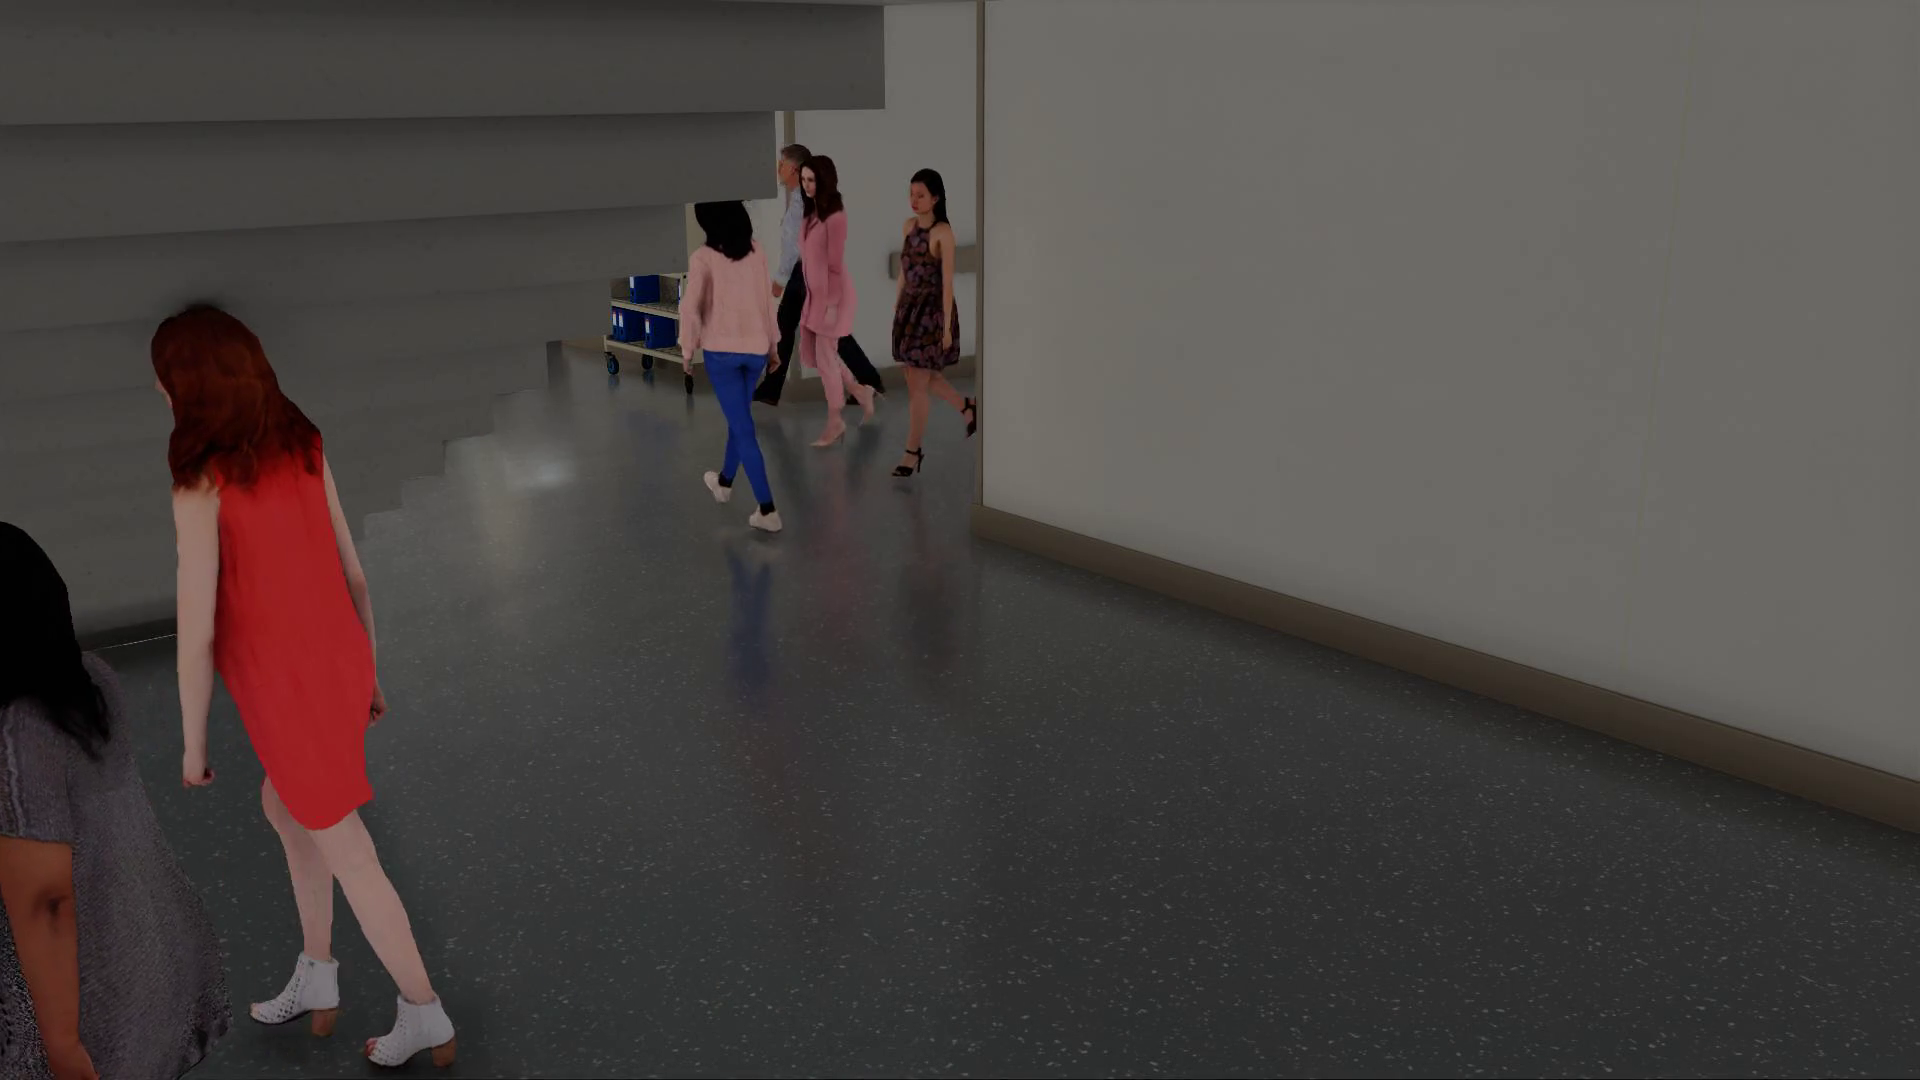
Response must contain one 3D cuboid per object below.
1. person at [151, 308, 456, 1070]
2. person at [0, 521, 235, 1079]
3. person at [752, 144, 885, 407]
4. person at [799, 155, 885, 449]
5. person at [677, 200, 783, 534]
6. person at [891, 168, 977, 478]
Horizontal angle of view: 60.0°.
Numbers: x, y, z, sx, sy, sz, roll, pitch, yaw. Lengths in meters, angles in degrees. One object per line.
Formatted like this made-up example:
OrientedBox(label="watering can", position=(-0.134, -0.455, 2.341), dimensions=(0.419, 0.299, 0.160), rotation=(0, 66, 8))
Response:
OrientedBox(label="person", position=(-1.390, 0.388, 3.698), dimensions=(0.941, 1.789, 0.864), rotation=(6, 17, 21))
OrientedBox(label="person", position=(-1.425, 0.734, 2.833), dimensions=(0.828, 1.593, 0.758), rotation=(-2, 16, -7))
OrientedBox(label="person", position=(-0.928, -1.745, 11.319), dimensions=(1.182, 1.758, 1.261), rotation=(-2, 16, -6))
OrientedBox(label="person", position=(-0.736, -1.449, 10.228), dimensions=(0.808, 1.781, 0.767), rotation=(-9, 18, -29))
OrientedBox(label="person", position=(-1.074, -0.868, 8.273), dimensions=(0.681, 1.724, 1.055), rotation=(-11, 19, -34))
OrientedBox(label="person", position=(-0.125, -1.208, 9.435), dimensions=(0.703, 1.747, 0.825), rotation=(-10, 19, -32))
